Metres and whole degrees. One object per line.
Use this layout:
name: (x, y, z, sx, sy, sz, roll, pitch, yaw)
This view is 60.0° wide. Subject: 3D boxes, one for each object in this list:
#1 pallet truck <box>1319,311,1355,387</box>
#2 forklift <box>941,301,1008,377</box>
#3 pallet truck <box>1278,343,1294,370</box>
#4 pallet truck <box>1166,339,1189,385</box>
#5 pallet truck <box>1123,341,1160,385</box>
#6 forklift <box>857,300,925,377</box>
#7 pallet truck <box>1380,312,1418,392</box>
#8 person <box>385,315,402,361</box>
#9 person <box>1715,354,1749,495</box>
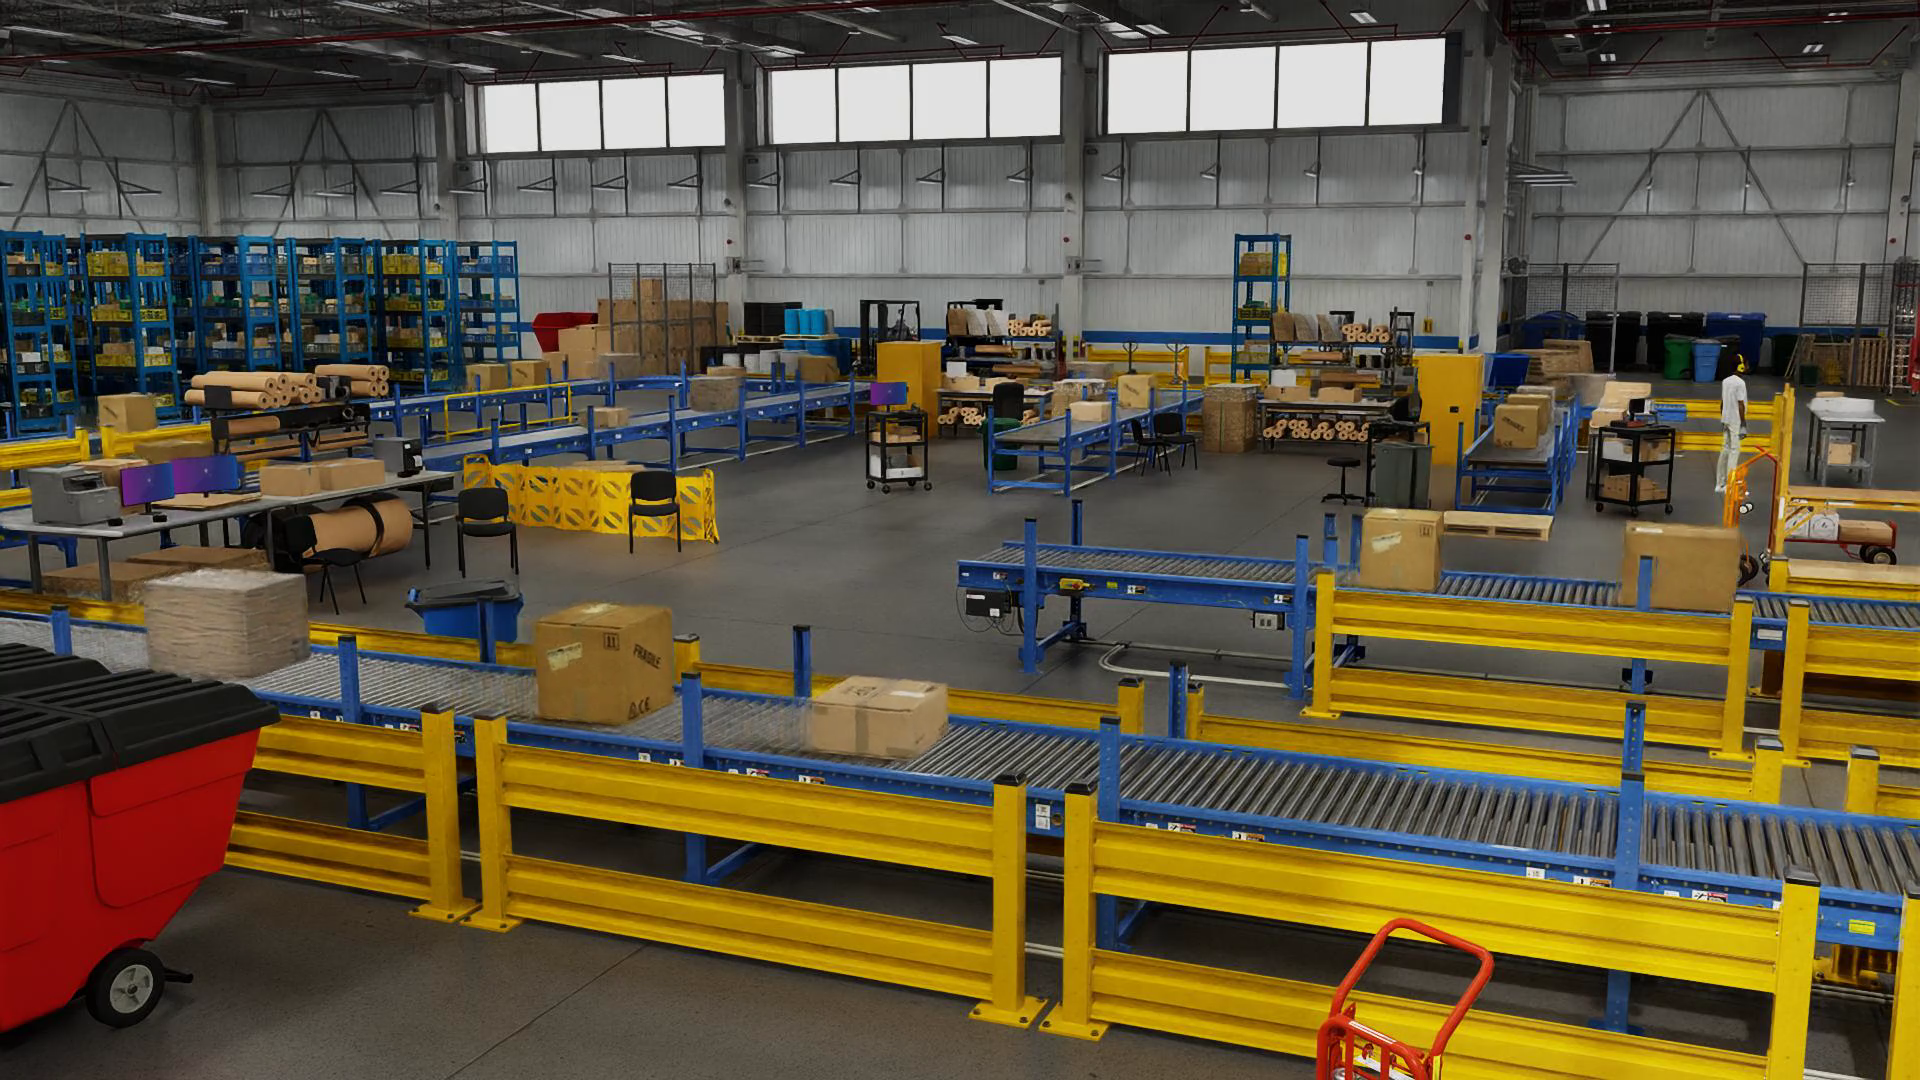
pallet truck: (9.071, -4.419, 39.190, 0.823, 1.965, 1.885, 5, 10, 26)
forklift: (0.365, -4.966, 41.571, 1.157, 1.987, 2.680, 3, 10, 20)
pallet truck: (7.886, -4.163, 39.743, 0.653, 1.274, 1.630, 4, 10, 22)
pallet truck: (5.418, -4.269, 40.420, 0.704, 1.261, 1.522, 3, 10, 20)
pallet truck: (4.445, -4.380, 41.279, 0.680, 1.201, 1.601, 4, 10, 22)
forklift: (-1.732, -5.109, 42.468, 1.157, 1.987, 2.680, 4, 10, 22)
pallet truck: (10.207, -4.283, 38.369, 0.823, 1.965, 1.885, 3, 10, 20)
person: (-16.232, -5.827, 47.778, 0.608, 1.986, 0.400, 5, 11, 29)
person: (10.287, -1.531, 22.075, 0.328, 1.872, 0.512, -1, 9, -6)
